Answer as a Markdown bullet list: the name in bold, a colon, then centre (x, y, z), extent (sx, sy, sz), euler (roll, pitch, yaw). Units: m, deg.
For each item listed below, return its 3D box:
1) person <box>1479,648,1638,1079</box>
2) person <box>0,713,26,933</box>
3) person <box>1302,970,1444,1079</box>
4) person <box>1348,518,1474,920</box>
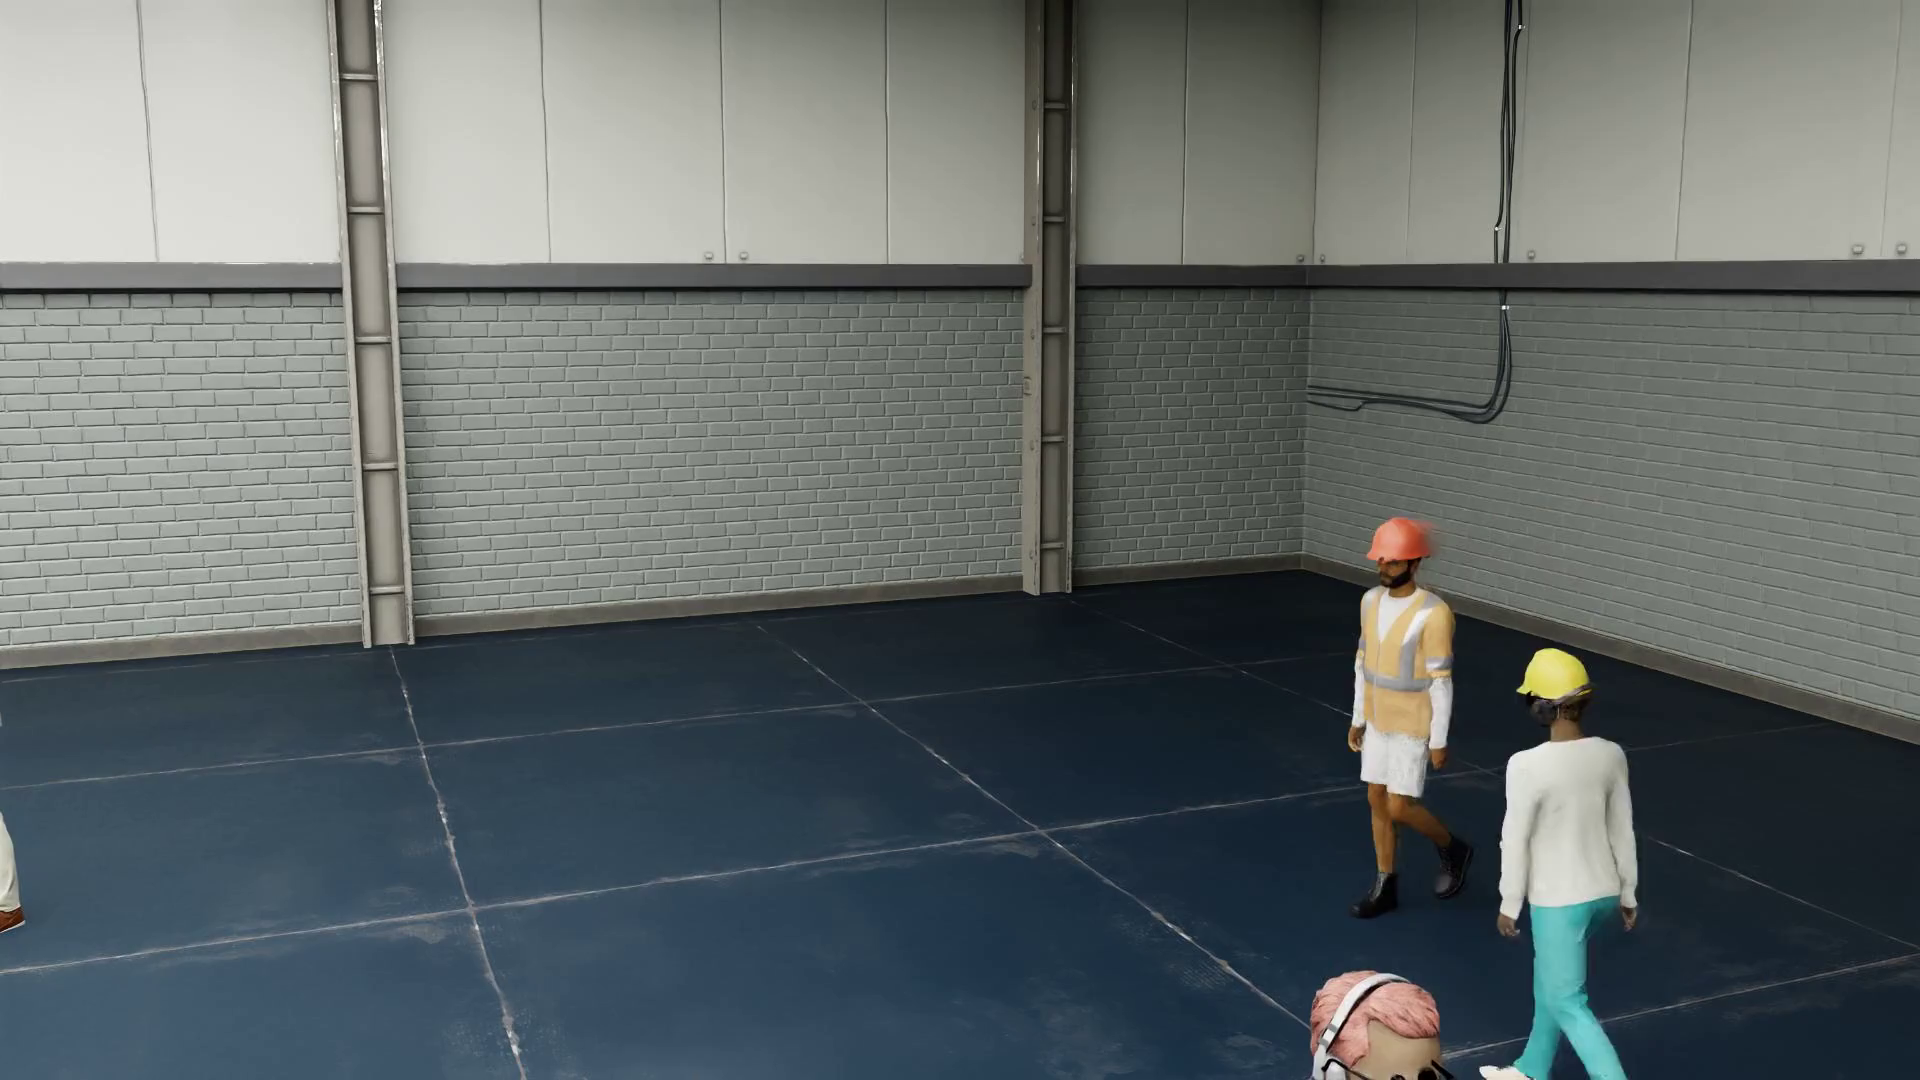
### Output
- **person**: centre (2.188, 1.252, 5.822), extent (0.525, 1.728, 0.798), euler (-5, 10, -30)
- **person**: centre (-4.582, 0.901, 7.631), extent (0.509, 1.863, 0.311), euler (7, 11, 38)
- **person**: centre (0.663, 1.643, 2.830), extent (0.400, 1.905, 0.643), euler (5, 10, 30)
- **person**: centre (2.108, 0.836, 7.821), extent (0.562, 1.925, 0.545), euler (-5, 10, -27)
